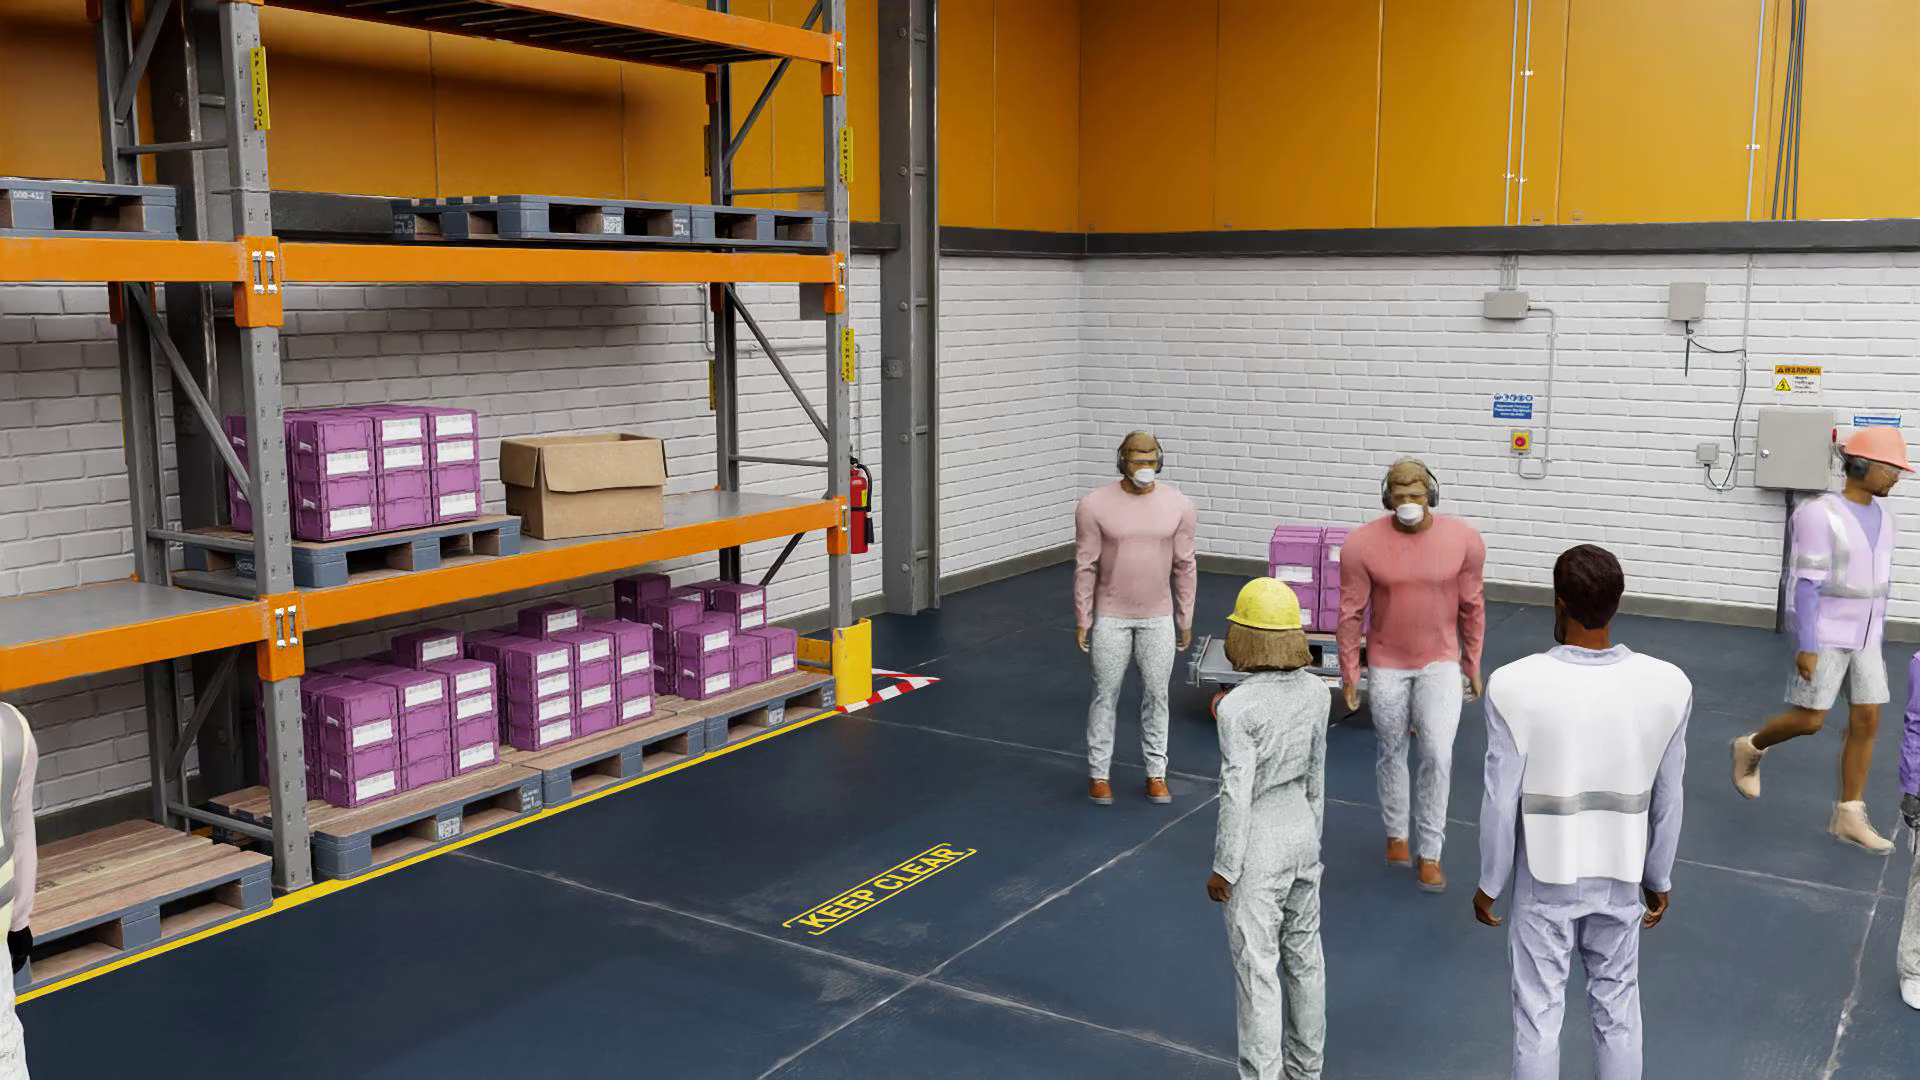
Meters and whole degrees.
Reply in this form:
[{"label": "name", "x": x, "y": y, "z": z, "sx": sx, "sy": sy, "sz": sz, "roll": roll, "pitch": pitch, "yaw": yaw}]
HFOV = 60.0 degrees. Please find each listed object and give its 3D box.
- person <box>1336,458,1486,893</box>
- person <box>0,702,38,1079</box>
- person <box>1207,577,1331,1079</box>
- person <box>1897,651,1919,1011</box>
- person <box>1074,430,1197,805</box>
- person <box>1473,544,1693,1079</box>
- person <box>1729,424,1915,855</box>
[{"label": "person", "x": 1.986, "y": 0.584, "z": 7.365, "sx": 0.641, "sy": 1.900, "sz": 0.769, "roll": 2, "pitch": 9, "yaw": 14}, {"label": "person", "x": -2.732, "y": 1.075, "z": 4.371, "sx": 0.429, "sy": 1.842, "sz": 0.637, "roll": 4, "pitch": 9, "yaw": 22}, {"label": "person", "x": 0.966, "y": 0.982, "z": 5.294, "sx": 0.489, "sy": 1.743, "sz": 0.322, "roll": -7, "pitch": 11, "yaw": -39}, {"label": "person", "x": 3.678, "y": 0.925, "z": 6.042, "sx": 0.509, "sy": 1.629, "sz": 0.316, "roll": 2, "pitch": 9, "yaw": 10}, {"label": "person", "x": 0.895, "y": 0.396, "z": 8.510, "sx": 0.631, "sy": 1.932, "sz": 0.367, "roll": 0, "pitch": 9, "yaw": -2}, {"label": "person", "x": 1.792, "y": 0.964, "z": 4.838, "sx": 0.593, "sy": 1.922, "sz": 0.392, "roll": 0, "pitch": 9, "yaw": -2}, {"label": "person", "x": 4.182, "y": 0.436, "z": 7.994, "sx": 0.627, "sy": 2.012, "sz": 0.867, "roll": -3, "pitch": 9, "yaw": -19}]
